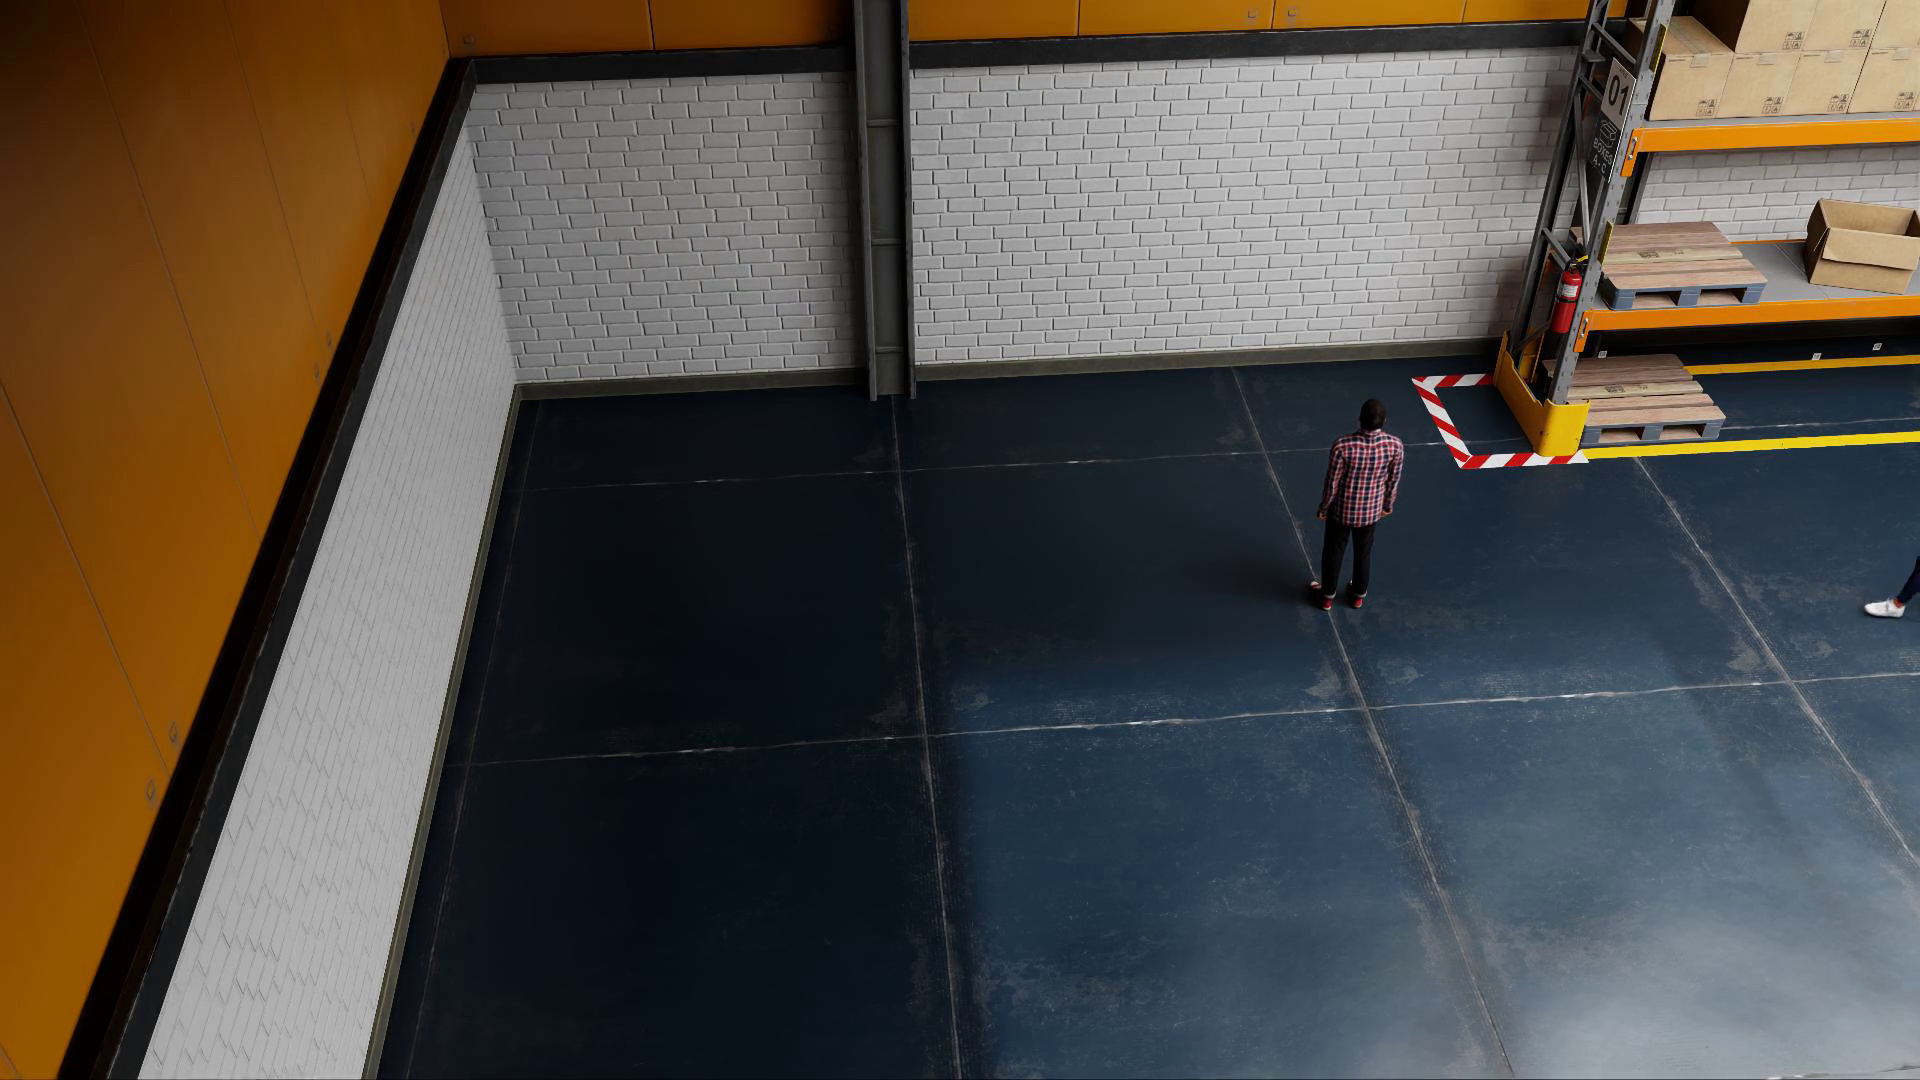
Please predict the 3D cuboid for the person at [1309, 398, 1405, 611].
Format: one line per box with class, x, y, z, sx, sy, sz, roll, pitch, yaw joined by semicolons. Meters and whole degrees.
person;2.761;-0.251;11.624;0.509;1.761;0.752;-4;39;-5
